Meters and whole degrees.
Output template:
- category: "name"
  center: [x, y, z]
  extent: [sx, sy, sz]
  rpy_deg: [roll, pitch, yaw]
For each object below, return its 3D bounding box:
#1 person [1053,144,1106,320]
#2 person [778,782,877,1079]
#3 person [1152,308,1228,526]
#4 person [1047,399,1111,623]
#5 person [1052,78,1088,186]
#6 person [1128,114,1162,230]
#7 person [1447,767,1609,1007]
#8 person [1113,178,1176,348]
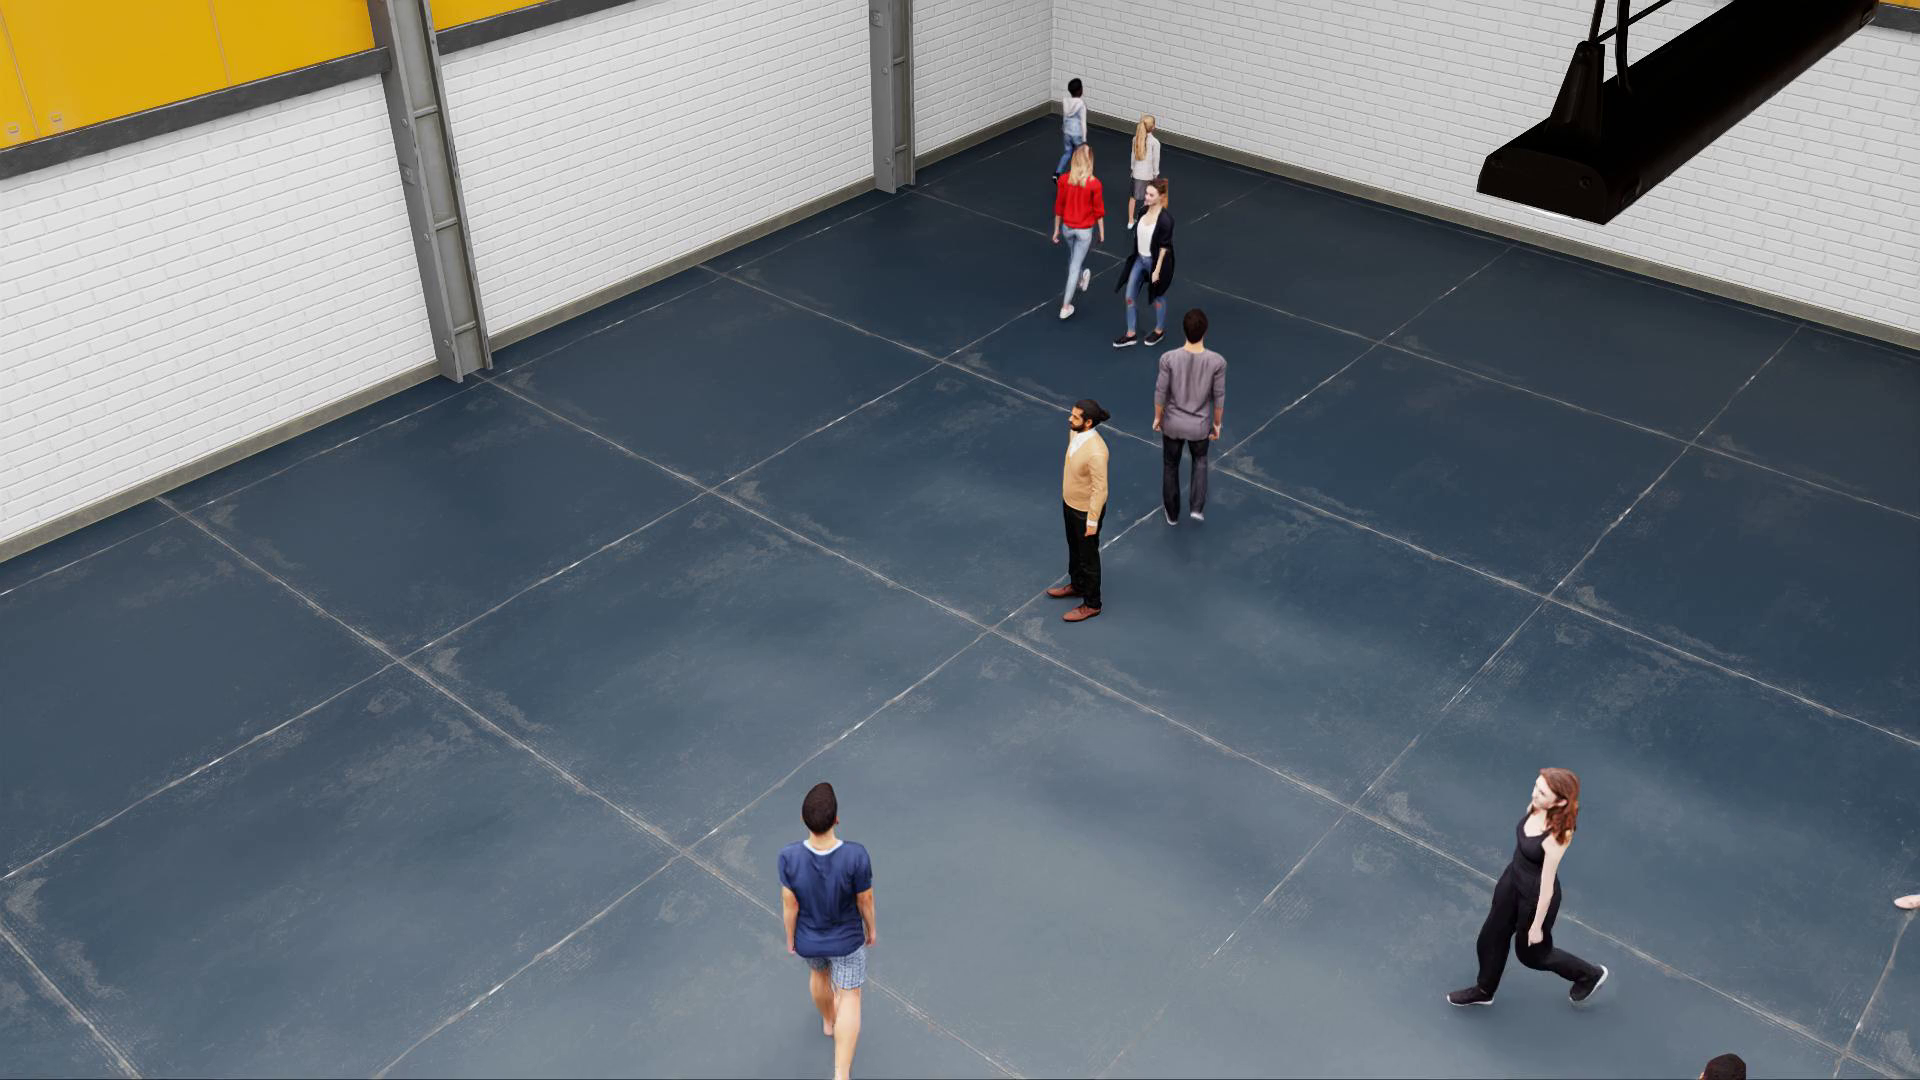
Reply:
- category: "person"
  center: [1.109, -2.939, 16.075]
  extent: [0.843, 1.663, 1.161]
  rpy_deg: [14, 36, 20]
- category: "person"
  center: [-0.667, 2.055, 8.417]
  extent: [1.036, 1.823, 1.165]
  rpy_deg: [1, 34, 2]
- category: "person"
  center: [1.750, -0.880, 12.816]
  extent: [0.835, 1.841, 0.883]
  rpy_deg: [2, 34, 2]
- category: "person"
  center: [0.889, -0.235, 11.925]
  extent: [0.763, 1.754, 0.753]
  rpy_deg: [-10, 35, -15]
- category: "person"
  center: [1.276, -4.642, 19.014]
  extent: [0.481, 1.246, 0.780]
  rpy_deg: [25, 41, 32]
- category: "person"
  center: [1.985, -3.968, 17.976]
  extent: [0.498, 1.271, 0.505]
  rpy_deg: [25, 41, 33]
- category: "person"
  center: [3.119, 1.871, 8.785]
  extent: [1.093, 1.721, 1.033]
  rpy_deg: [-3, 34, -4]
- category: "person"
  center: [1.863, -2.590, 15.547]
  extent: [0.846, 1.666, 0.709]
  rpy_deg: [-24, 40, -31]
